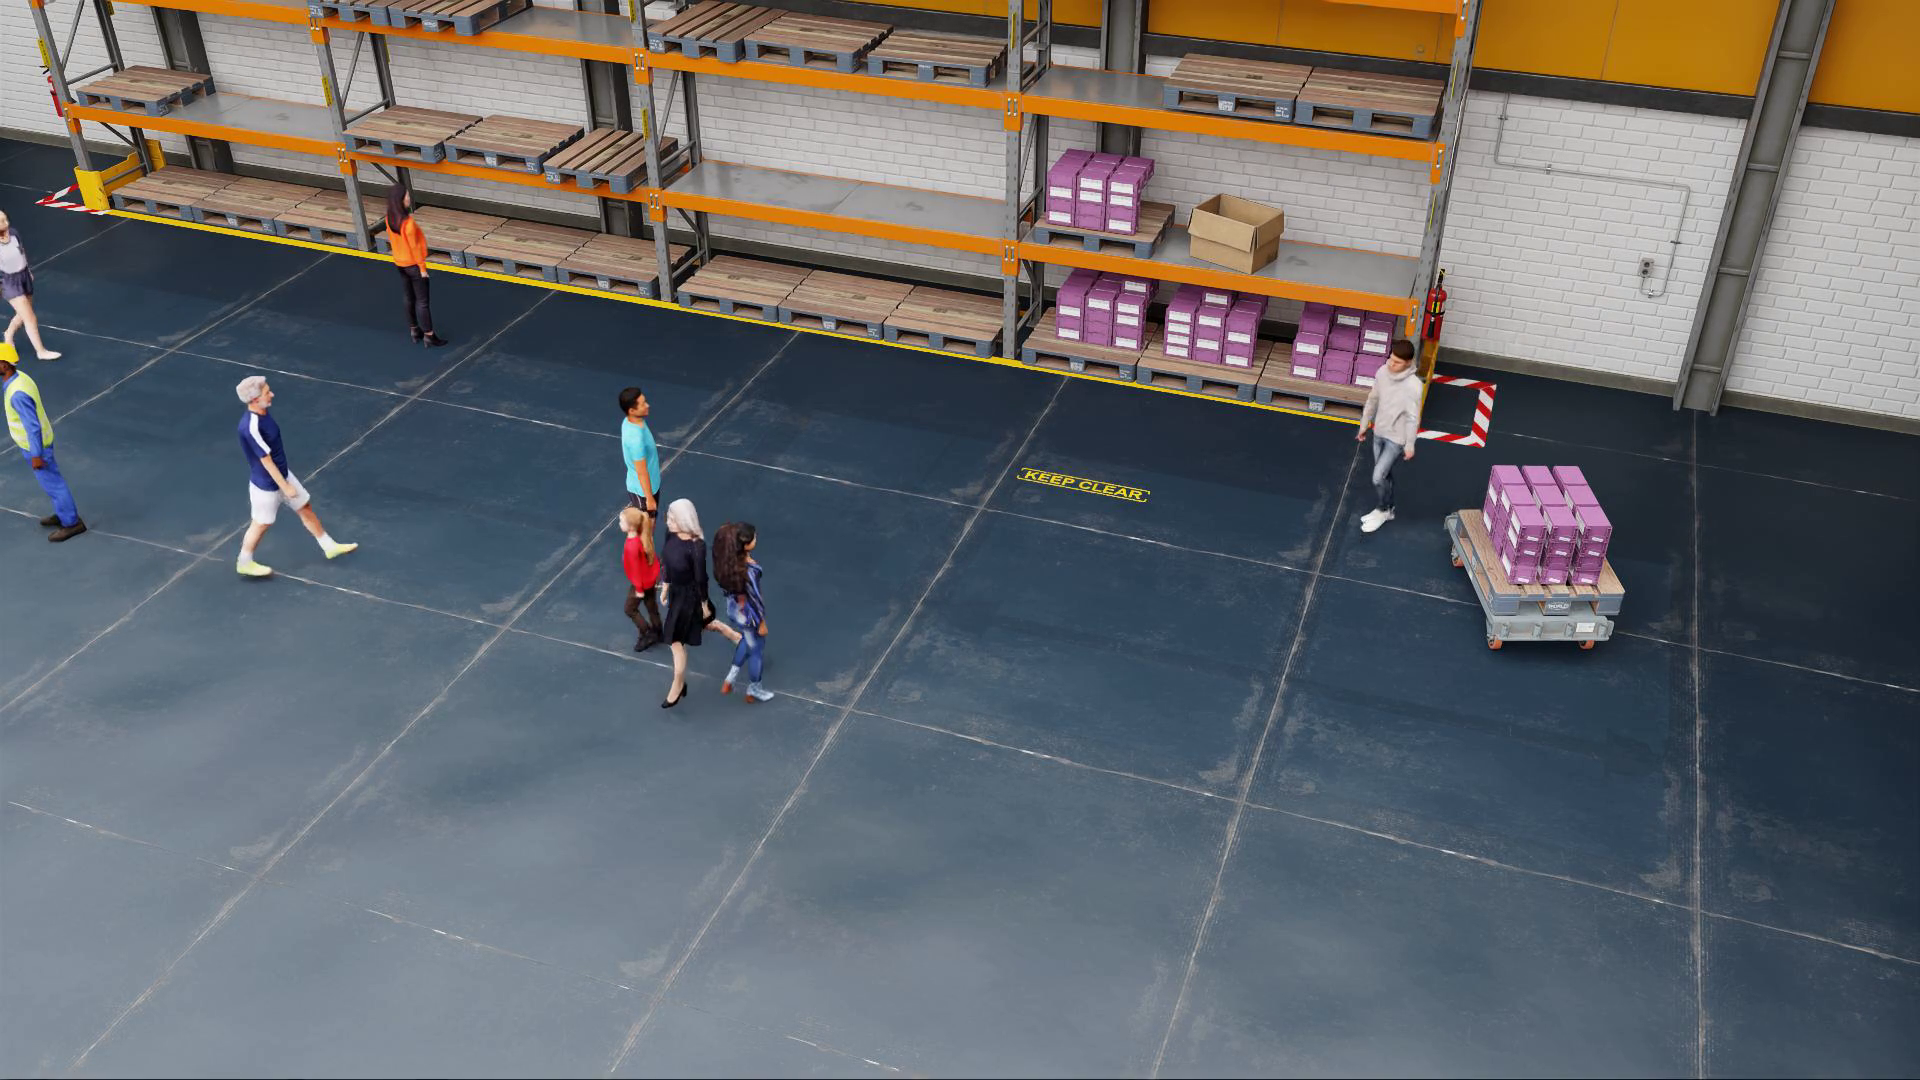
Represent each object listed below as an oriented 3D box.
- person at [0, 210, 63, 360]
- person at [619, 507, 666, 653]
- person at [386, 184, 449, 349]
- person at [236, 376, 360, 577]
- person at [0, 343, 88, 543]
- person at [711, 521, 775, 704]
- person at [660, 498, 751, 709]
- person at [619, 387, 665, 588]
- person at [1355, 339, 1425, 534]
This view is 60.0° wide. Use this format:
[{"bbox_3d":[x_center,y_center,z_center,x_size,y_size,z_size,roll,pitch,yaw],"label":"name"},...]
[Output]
[{"bbox_3d":[-9.667,-2.591,16.874,0.954,1.619,0.680,9,35,13],"label":"person"},{"bbox_3d":[-2.396,0.296,12.841,0.557,1.274,0.545,4,34,6],"label":"person"},{"bbox_3d":[-5.643,-2.815,17.092,0.618,1.749,0.753,26,42,34],"label":"person"},{"bbox_3d":[-5.695,-0.468,13.524,1.289,1.791,1.054,-6,34,-8],"label":"person"},{"bbox_3d":[-7.828,-0.839,14.063,0.812,1.812,0.721,-19,38,-26],"label":"person"},{"bbox_3d":[-1.622,0.554,12.147,0.826,1.613,0.750,-17,37,-24],"label":"person"},{"bbox_3d":[-1.931,0.414,12.267,1.039,1.714,1.111,-23,40,-30],"label":"person"},{"bbox_3d":[-2.578,-0.438,13.491,0.702,1.777,0.691,-7,34,-10],"label":"person"},{"bbox_3d":[3.751,-0.906,14.146,0.909,1.832,0.841,-15,37,-22],"label":"person"}]
